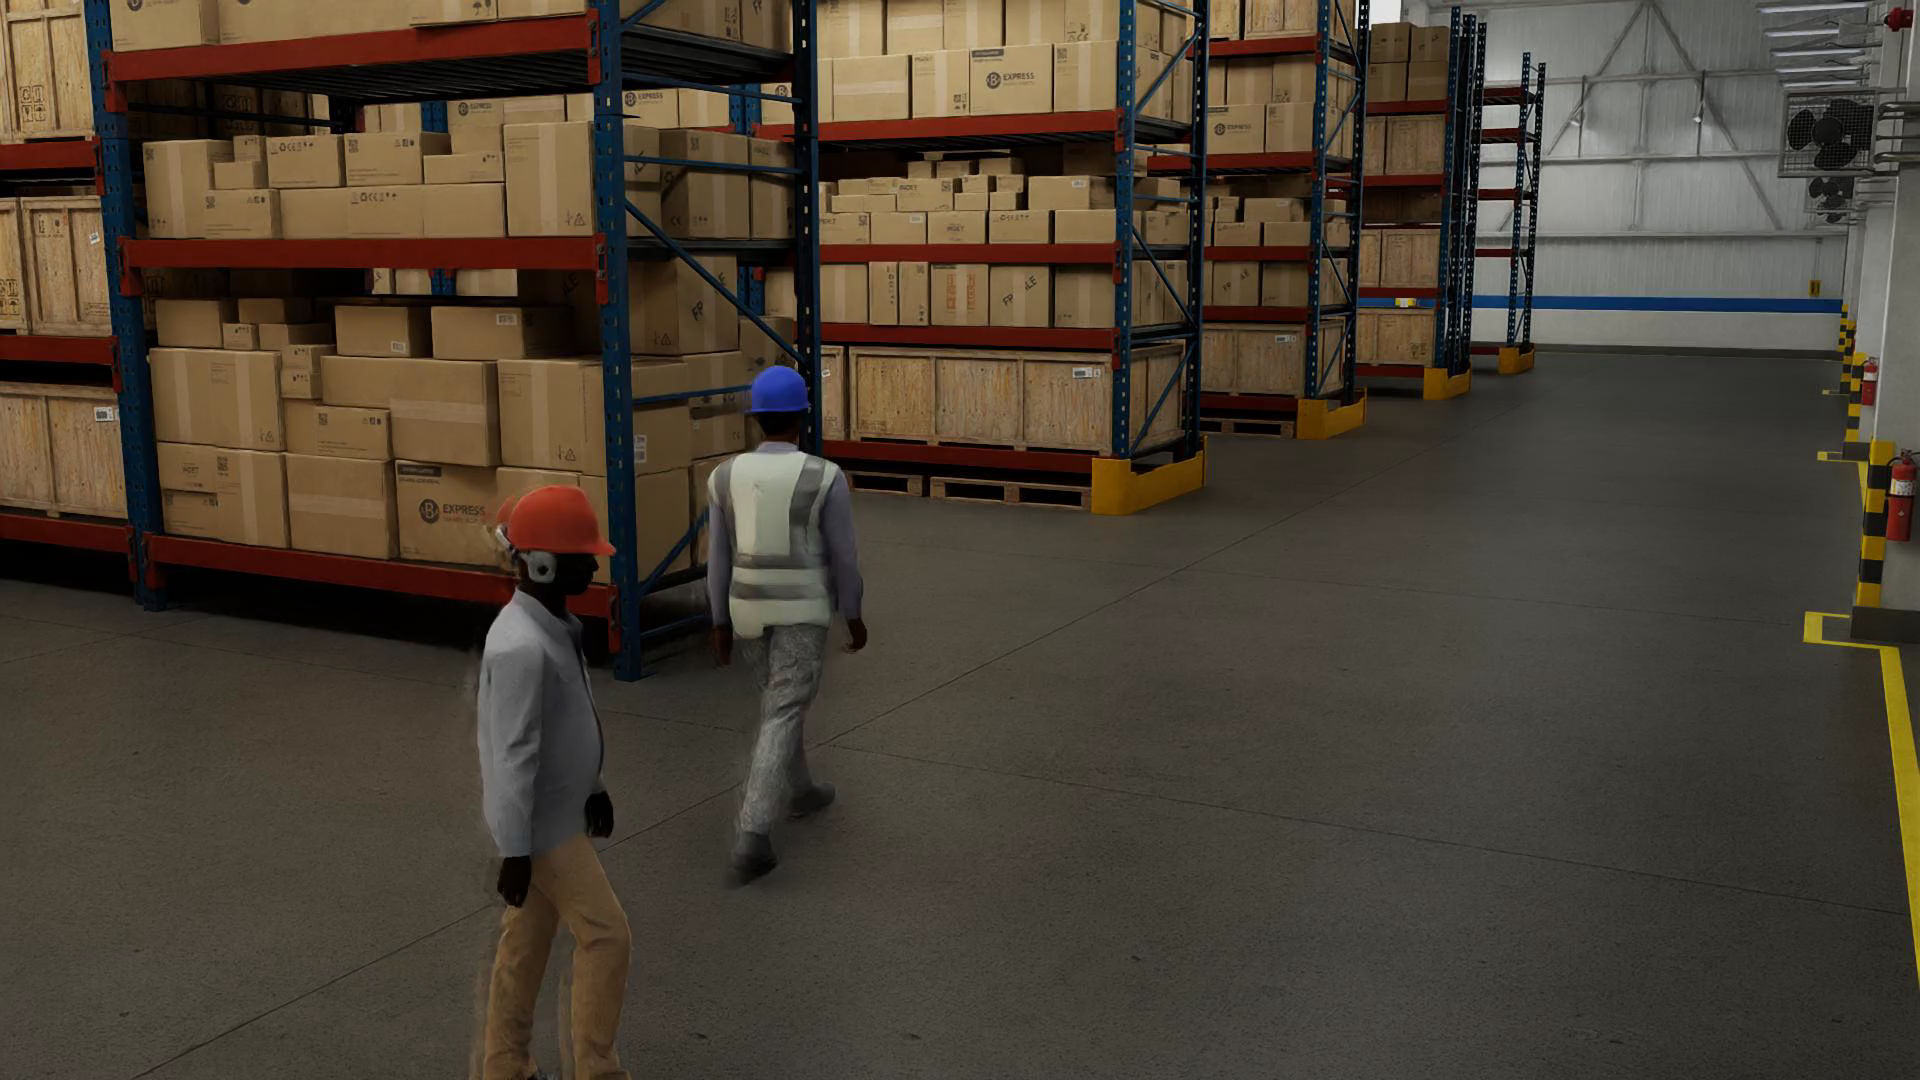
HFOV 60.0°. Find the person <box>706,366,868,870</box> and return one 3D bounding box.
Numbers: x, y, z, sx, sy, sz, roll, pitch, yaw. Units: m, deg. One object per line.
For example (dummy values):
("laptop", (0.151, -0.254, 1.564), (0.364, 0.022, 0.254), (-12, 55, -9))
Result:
("person", (-0.705, 0.281, 6.469), (0.596, 1.908, 1.004), (5, 11, 25))

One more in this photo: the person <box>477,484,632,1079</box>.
("person", (-1.017, 0.710, 4.439), (0.659, 1.726, 0.588), (-1, 10, -7))
